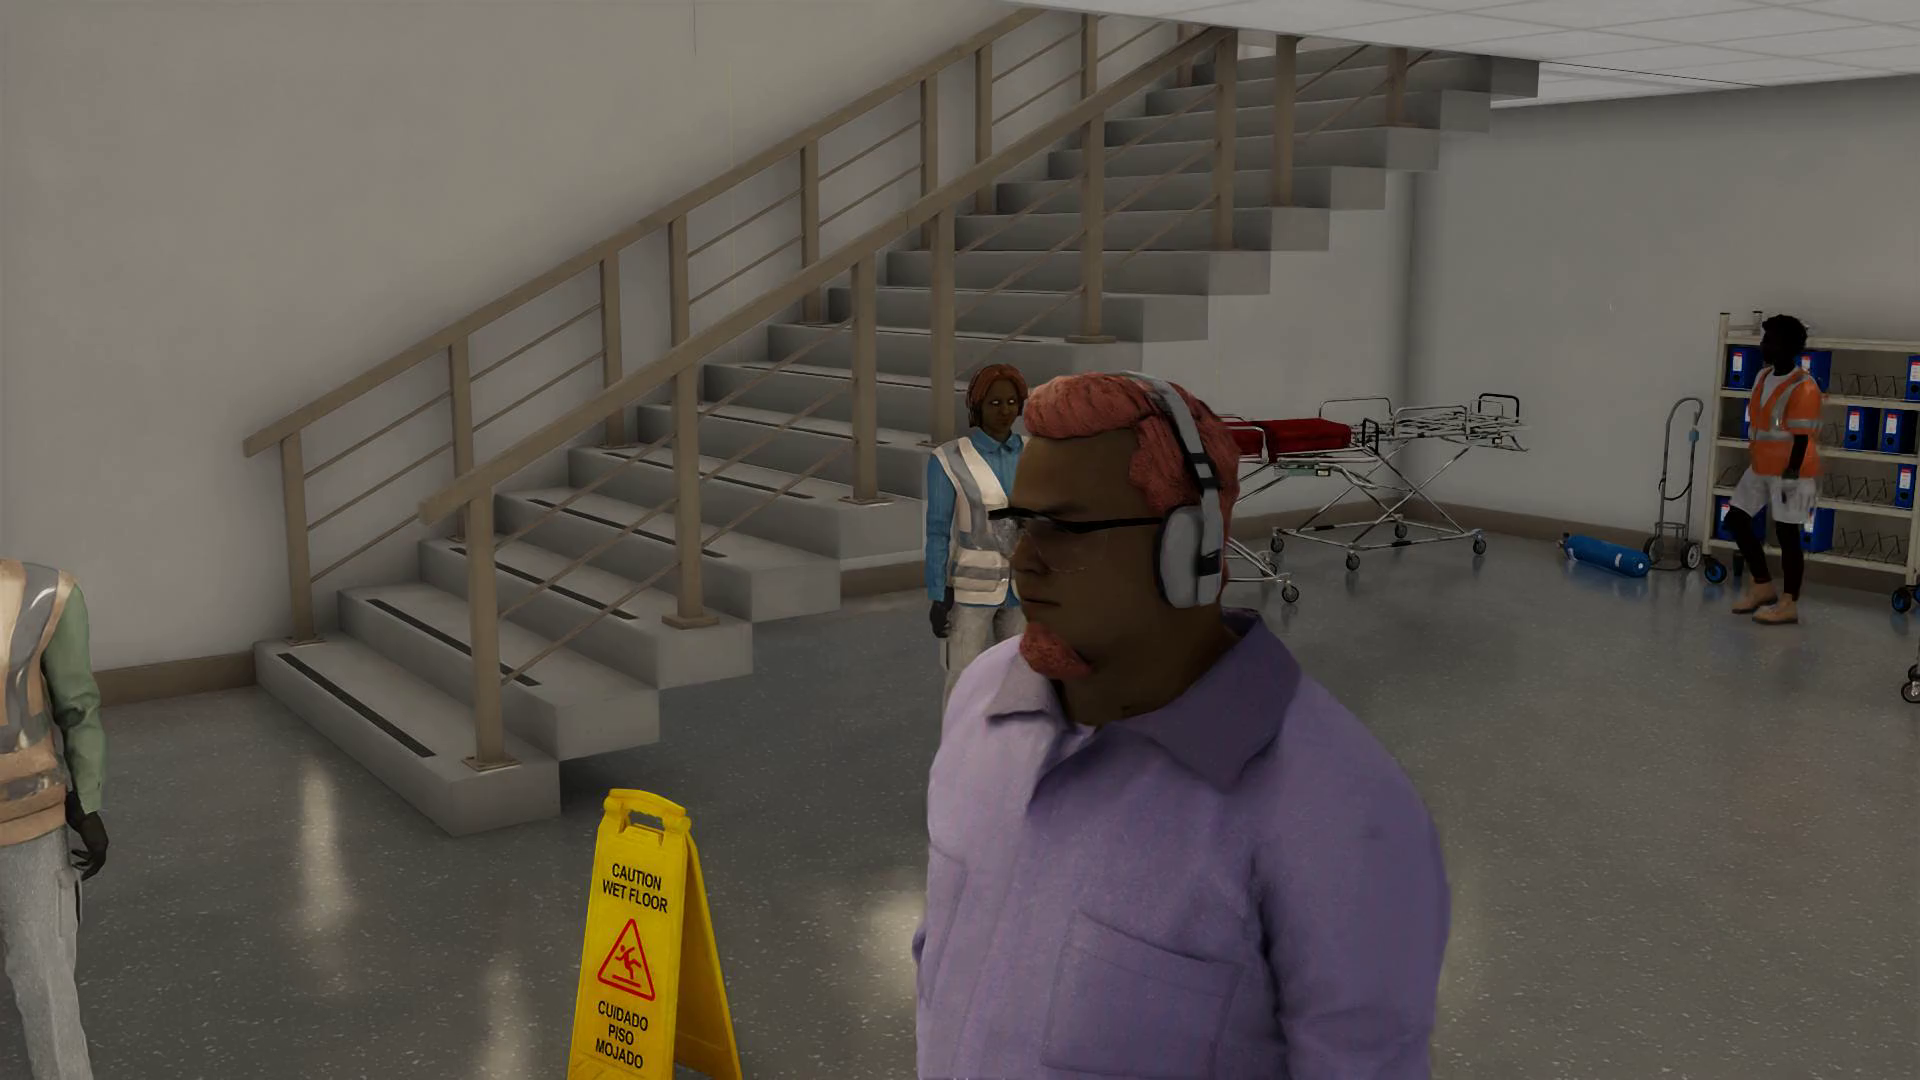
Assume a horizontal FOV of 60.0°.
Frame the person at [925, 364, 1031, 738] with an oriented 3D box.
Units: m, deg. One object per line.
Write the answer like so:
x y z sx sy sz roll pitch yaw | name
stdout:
0.119 0.205 5.816 0.523 1.640 0.306 -5 11 -25 | person

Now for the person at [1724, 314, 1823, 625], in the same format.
4.396 -0.371 8.981 0.431 1.680 0.563 -1 10 -5 | person

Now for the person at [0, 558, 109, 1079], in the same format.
-2.063 0.613 3.474 0.523 1.637 0.306 -4 11 -24 | person

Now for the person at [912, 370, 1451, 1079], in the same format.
0.155 0.779 1.744 0.401 1.910 0.642 -8 13 -39 | person
